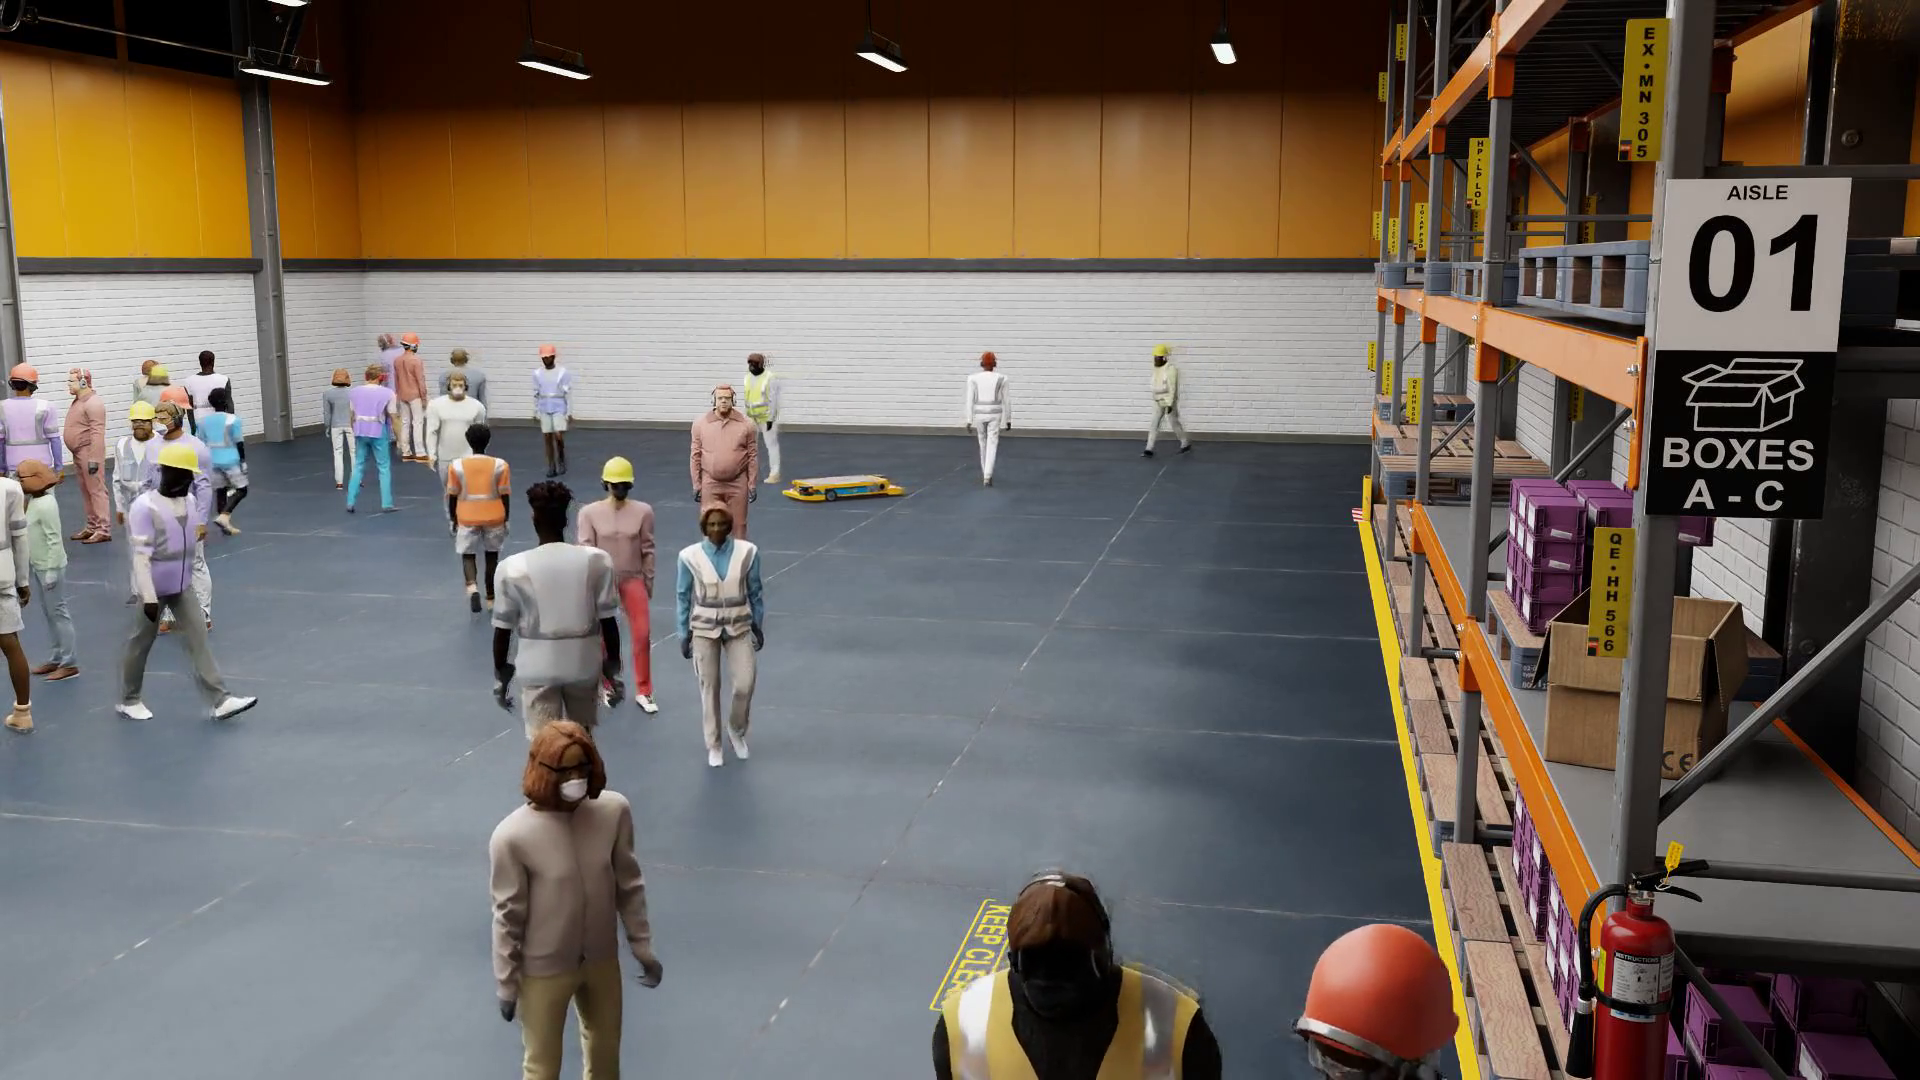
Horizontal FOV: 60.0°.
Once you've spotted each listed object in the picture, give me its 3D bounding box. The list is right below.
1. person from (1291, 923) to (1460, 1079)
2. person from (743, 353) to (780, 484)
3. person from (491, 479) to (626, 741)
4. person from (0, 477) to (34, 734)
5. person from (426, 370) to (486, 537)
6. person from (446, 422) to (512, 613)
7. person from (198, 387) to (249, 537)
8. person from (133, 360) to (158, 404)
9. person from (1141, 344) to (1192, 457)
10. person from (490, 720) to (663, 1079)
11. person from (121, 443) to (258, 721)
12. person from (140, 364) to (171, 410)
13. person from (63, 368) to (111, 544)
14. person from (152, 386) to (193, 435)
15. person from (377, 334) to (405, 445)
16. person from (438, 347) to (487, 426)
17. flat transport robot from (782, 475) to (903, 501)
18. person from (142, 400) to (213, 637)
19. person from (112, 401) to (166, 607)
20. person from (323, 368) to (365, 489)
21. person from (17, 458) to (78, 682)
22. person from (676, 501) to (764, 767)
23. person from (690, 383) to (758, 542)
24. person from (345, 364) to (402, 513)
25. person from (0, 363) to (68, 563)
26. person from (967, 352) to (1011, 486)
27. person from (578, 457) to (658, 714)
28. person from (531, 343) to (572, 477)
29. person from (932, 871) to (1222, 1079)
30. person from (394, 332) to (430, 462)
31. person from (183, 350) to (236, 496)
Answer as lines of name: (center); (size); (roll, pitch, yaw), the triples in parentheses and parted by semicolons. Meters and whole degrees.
person: (0.684, 1.599, 2.906); (0.626, 1.939, 1.059); (8, 13, 41)
person: (-2.798, -1.644, 22.831); (0.649, 1.808, 0.859); (6, 11, 32)
person: (-2.091, 0.649, 8.579); (0.644, 1.943, 0.686); (-4, 10, -25)
person: (-6.250, 0.270, 10.585); (0.395, 2.038, 0.615); (6, 11, 31)
person: (-5.501, -0.920, 18.223); (0.630, 1.898, 1.015); (-2, 10, -15)
person: (-4.121, -0.166, 14.300); (0.546, 1.680, 0.560); (-3, 10, -15)
person: (-8.144, -0.848, 18.363); (0.548, 1.686, 0.447); (2, 10, 12)
person: (-11.818, -1.817, 24.369); (0.524, 1.639, 0.308); (-1, 9, -4)
person: (3.284, -2.201, 26.254); (0.881, 1.792, 0.593); (-6, 11, -34)
person: (-1.226, 1.357, 5.287); (0.516, 1.628, 0.276); (-9, 13, -44)
person: (-5.198, 0.293, 10.998); (1.023, 1.848, 0.621); (3, 10, 19)
person: (-10.505, -1.439, 21.814); (0.555, 1.720, 0.443); (0, 9, -1)
person: (-9.540, -0.918, 18.150); (0.410, 1.909, 0.643); (-9, 13, -44)
person: (-7.140, -0.436, 15.175); (0.374, 1.930, 0.542); (-2, 10, -11)
person: (-9.549, -2.541, 28.063); (0.433, 1.874, 0.720); (5, 11, 29)
person: (-6.710, -1.648, 22.495); (0.637, 1.921, 0.613); (-5, 11, -28)
flat transport robot: (-1.530, -0.688, 21.680); (1.431, 0.197, 0.652); (-5, 11, -30)
person: (-6.380, -0.172, 13.561); (0.632, 1.940, 0.372); (3, 10, 16)
person: (-7.187, -0.314, 14.718); (0.590, 1.837, 0.403); (-1, 9, -4)
person: (-8.323, -1.499, 22.468); (0.501, 1.633, 0.285); (-2, 10, -15)
person: (-6.676, 0.216, 12.142); (0.268, 1.630, 0.507); (-8, 12, -39)
person: (-1.441, 0.571, 10.013); (0.539, 1.625, 0.381); (-3, 10, -15)
person: (-2.238, -0.532, 15.812); (0.641, 1.913, 0.407); (-1, 10, -8)
person: (-7.171, -1.218, 20.218); (0.739, 1.820, 0.527); (0, 9, 1)
person: (-9.389, -0.763, 16.806); (0.614, 2.040, 0.390); (-2, 10, -13)
person: (0.399, -1.676, 22.940); (0.589, 1.840, 0.970); (2, 10, 9)
person: (-2.302, 0.315, 11.228); (0.546, 1.744, 0.702); (-3, 10, -20)
person: (-5.815, -1.837, 23.642); (0.564, 1.917, 0.410); (1, 9, 5)
person: (0.251, 1.568, 3.562); (0.632, 1.790, 0.996); (0, 9, 2)
person: (-8.395, -2.184, 25.507); (0.611, 1.996, 0.378); (6, 11, 30)
person: (-9.758, -1.508, 21.678); (0.592, 1.917, 0.392); (-1, 10, -9)
